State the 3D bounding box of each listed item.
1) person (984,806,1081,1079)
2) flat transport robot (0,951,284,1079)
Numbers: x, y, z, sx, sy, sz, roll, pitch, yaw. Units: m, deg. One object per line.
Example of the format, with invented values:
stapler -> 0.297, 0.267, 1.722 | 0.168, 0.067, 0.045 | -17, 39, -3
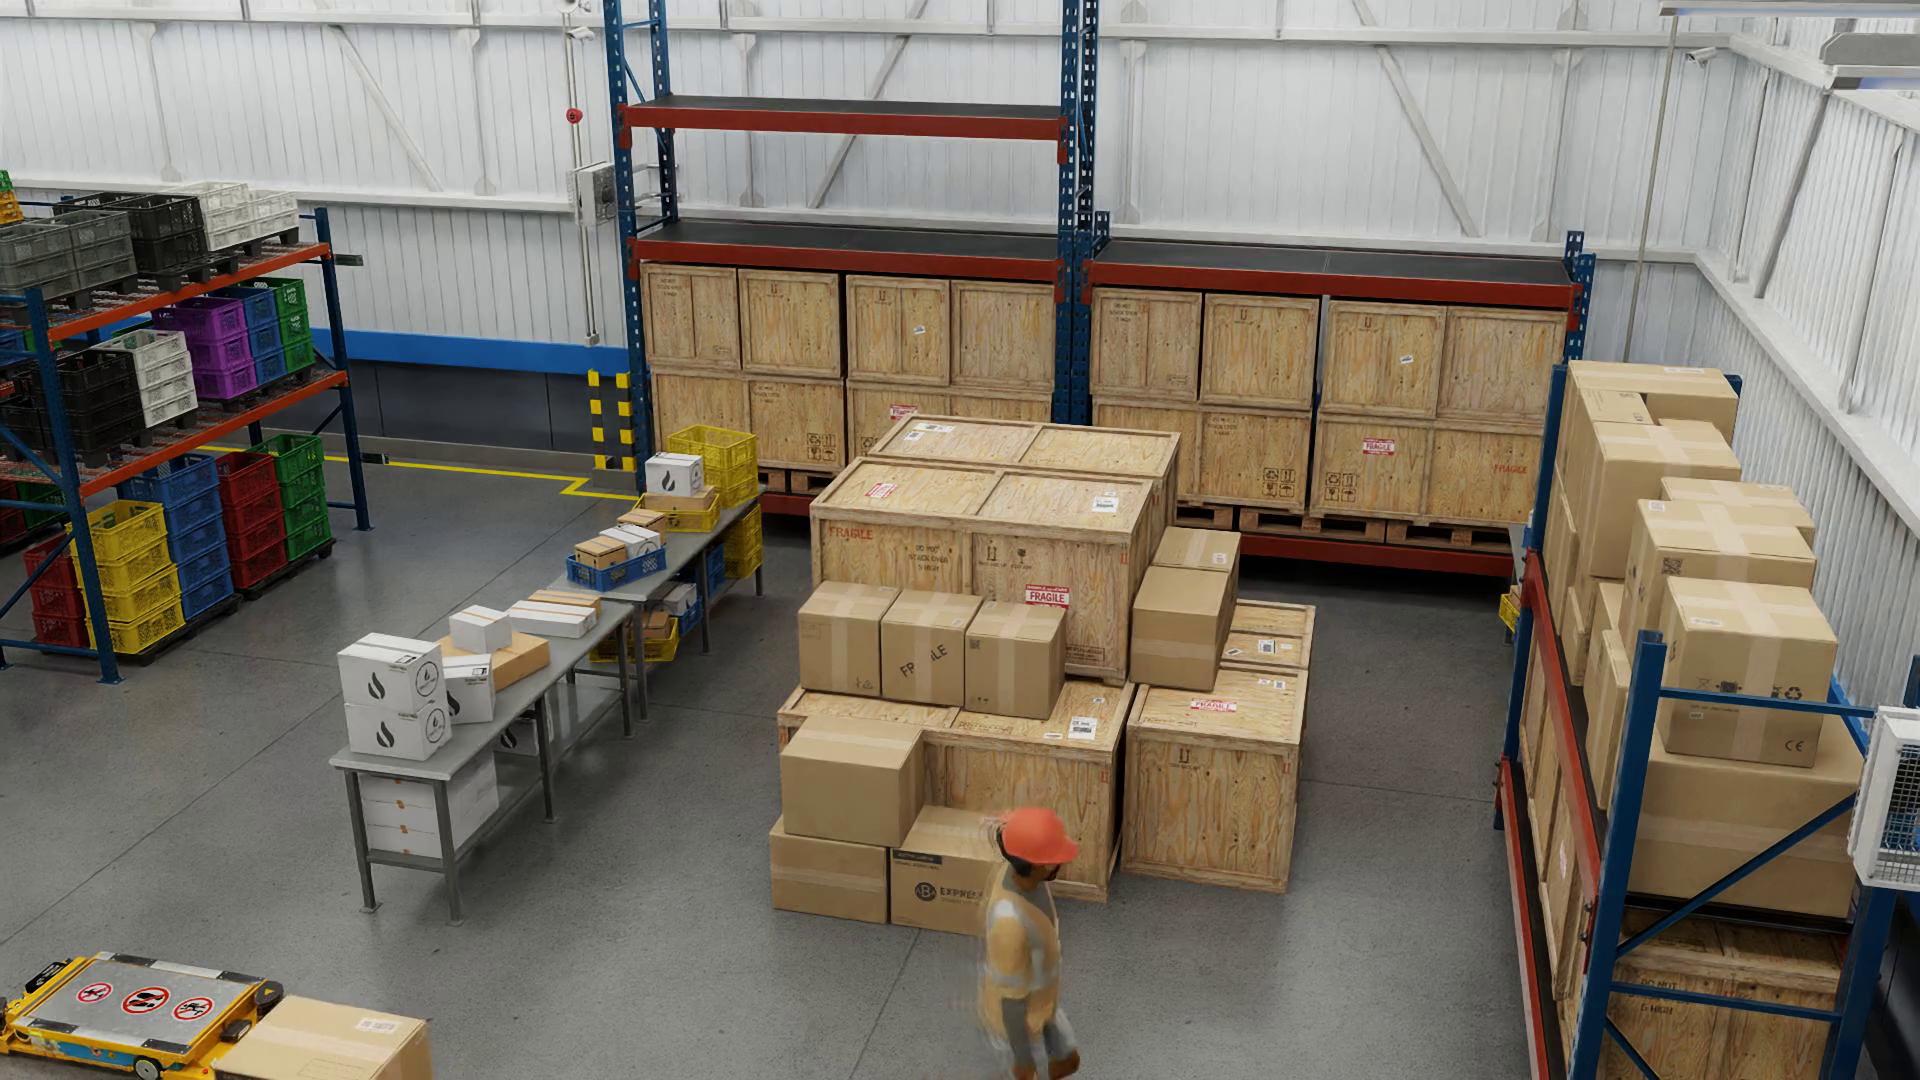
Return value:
person -> 0.316, 2.039, 7.250 | 0.460, 2.027, 0.644 | 4, 21, 10
flat transport robot -> -4.270, 2.464, 8.601 | 1.431, 0.231, 0.659 | 5, 22, 13
